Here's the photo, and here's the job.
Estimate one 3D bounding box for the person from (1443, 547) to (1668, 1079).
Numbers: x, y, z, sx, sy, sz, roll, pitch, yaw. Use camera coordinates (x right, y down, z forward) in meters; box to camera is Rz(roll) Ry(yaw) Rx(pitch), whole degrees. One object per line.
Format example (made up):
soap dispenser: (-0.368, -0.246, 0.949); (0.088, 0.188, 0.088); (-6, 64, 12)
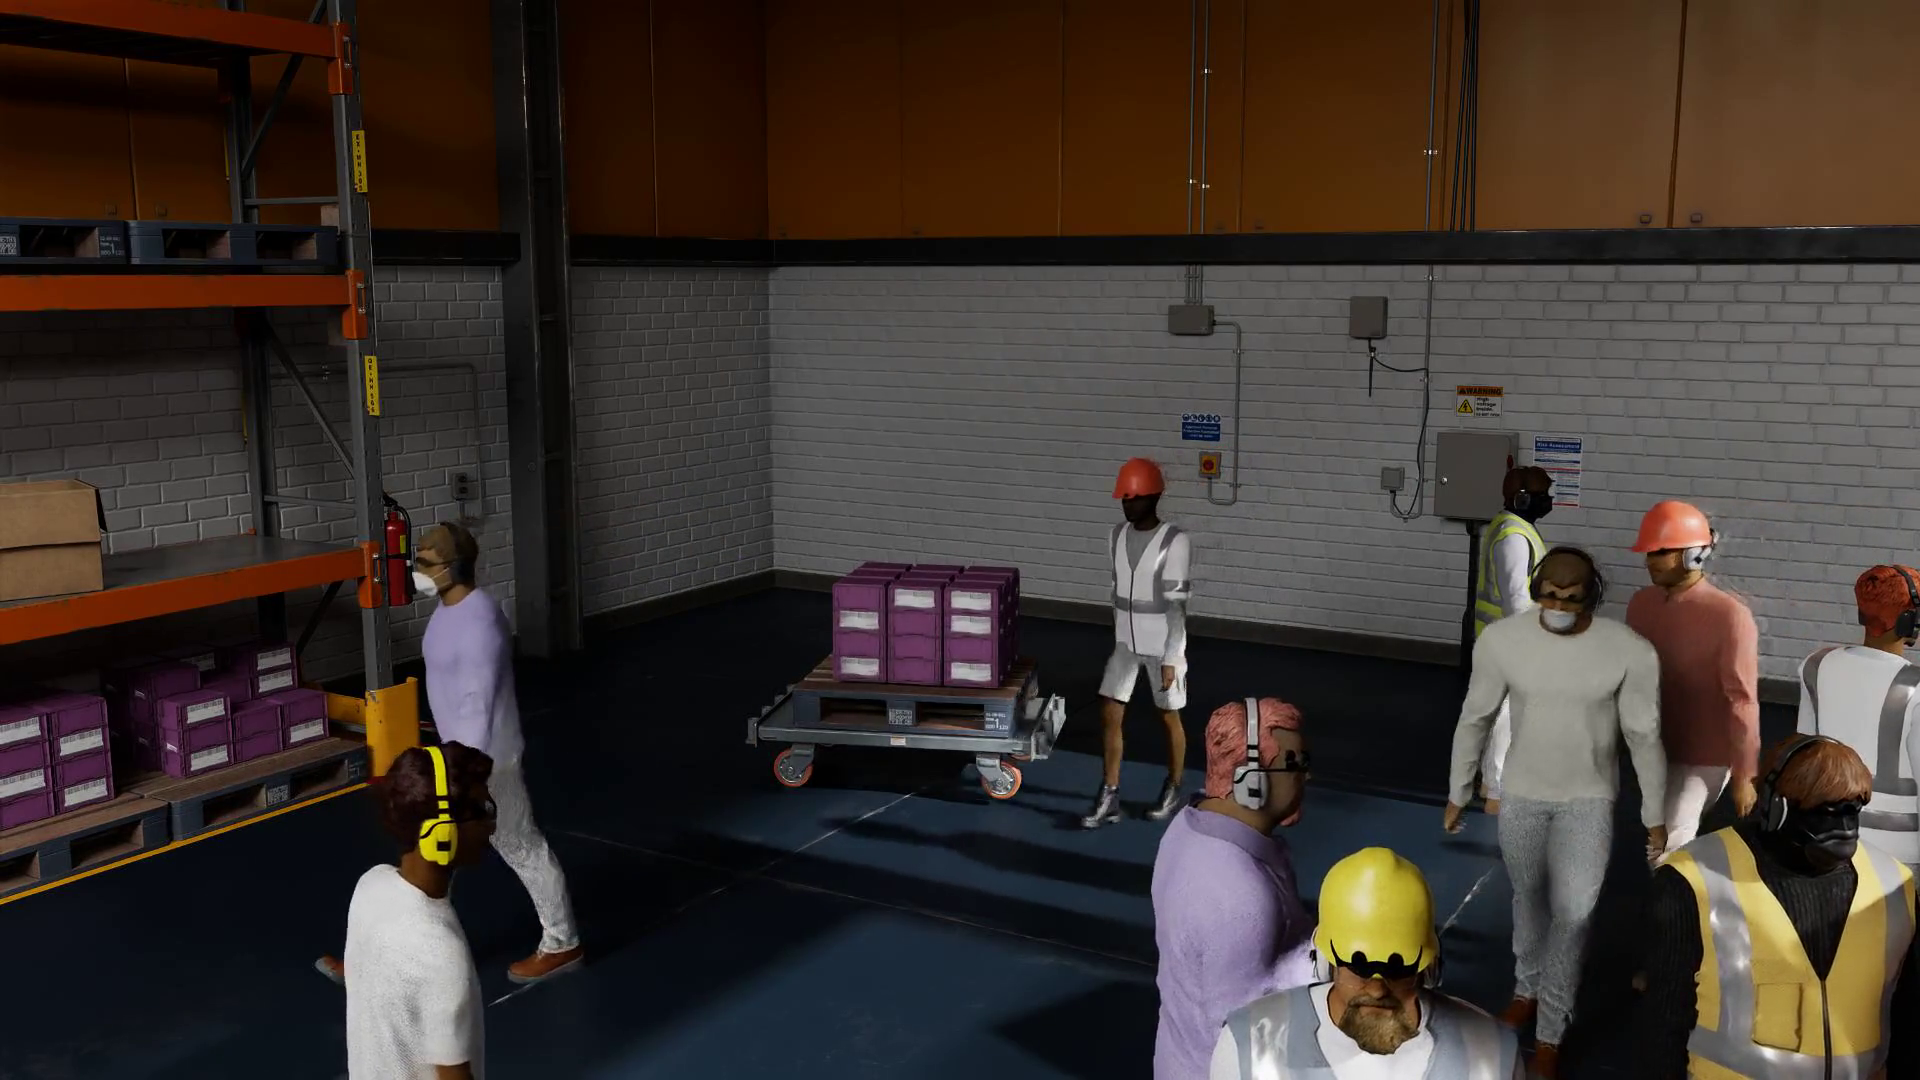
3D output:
person: (2.108, 0.951, 5.931); (0.733, 1.890, 0.833); (6, 11, 32)

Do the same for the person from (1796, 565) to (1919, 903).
person: (3.058, 1.016, 5.583); (0.355, 1.880, 0.575); (-3, 10, -21)

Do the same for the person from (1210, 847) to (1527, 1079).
person: (0.739, 1.442, 3.065); (0.602, 1.830, 0.404); (0, 9, 3)

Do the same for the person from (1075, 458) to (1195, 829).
person: (0.898, 0.542, 8.430); (0.562, 1.903, 0.811); (8, 12, 43)

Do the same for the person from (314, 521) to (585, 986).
person: (-1.962, 0.871, 6.445); (1.055, 1.883, 0.647); (-5, 11, -30)

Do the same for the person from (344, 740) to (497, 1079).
person: (-1.140, 1.340, 3.606); (0.350, 1.861, 0.560); (-7, 11, -36)

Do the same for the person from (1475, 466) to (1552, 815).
person: (2.932, 0.525, 8.767); (0.430, 1.845, 0.624); (3, 10, 17)

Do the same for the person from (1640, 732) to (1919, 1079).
person: (1.863, 1.327, 3.789); (0.626, 1.836, 0.428); (0, 9, 1)

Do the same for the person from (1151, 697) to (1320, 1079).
person: (0.642, 1.289, 3.796); (0.399, 1.908, 0.643); (0, 9, -2)

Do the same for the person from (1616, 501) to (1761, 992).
person: (2.780, 0.831, 6.460); (0.506, 1.969, 0.617); (-2, 9, -12)
